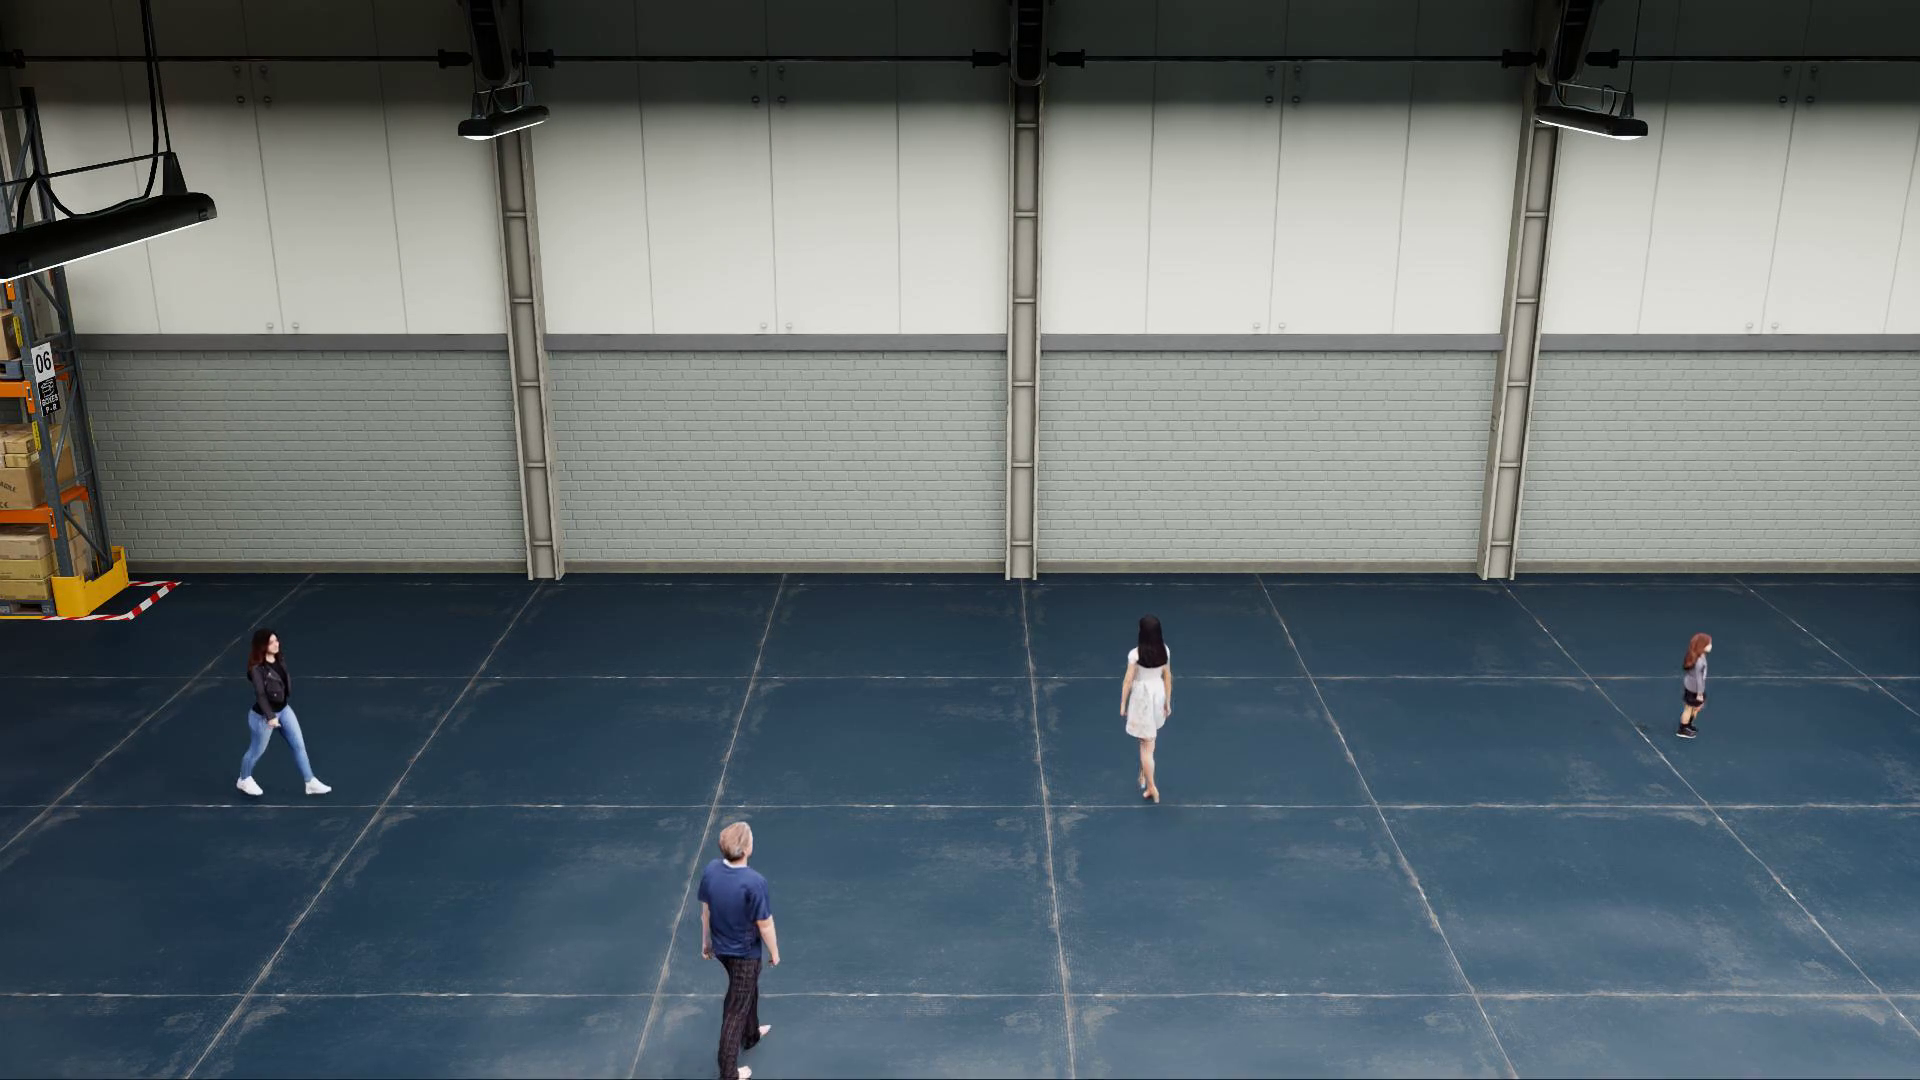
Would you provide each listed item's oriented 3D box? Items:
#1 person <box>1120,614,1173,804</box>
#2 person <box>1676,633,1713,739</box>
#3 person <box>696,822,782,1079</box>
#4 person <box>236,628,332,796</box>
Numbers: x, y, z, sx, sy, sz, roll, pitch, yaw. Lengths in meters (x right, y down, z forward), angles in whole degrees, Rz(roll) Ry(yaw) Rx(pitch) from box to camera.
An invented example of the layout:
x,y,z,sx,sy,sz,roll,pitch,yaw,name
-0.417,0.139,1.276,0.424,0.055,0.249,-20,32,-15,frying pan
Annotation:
x,y,z,sx,sy,sz,roll,pitch,yaw,name
1.716,1.538,14.849,0.812,1.763,0.838,-7,19,-19,person
7.152,1.412,16.310,0.579,1.099,0.553,7,19,21,person
-1.525,2.766,10.953,1.012,1.841,1.016,11,21,31,person
-6.272,1.590,14.971,1.188,1.589,0.835,4,19,13,person
